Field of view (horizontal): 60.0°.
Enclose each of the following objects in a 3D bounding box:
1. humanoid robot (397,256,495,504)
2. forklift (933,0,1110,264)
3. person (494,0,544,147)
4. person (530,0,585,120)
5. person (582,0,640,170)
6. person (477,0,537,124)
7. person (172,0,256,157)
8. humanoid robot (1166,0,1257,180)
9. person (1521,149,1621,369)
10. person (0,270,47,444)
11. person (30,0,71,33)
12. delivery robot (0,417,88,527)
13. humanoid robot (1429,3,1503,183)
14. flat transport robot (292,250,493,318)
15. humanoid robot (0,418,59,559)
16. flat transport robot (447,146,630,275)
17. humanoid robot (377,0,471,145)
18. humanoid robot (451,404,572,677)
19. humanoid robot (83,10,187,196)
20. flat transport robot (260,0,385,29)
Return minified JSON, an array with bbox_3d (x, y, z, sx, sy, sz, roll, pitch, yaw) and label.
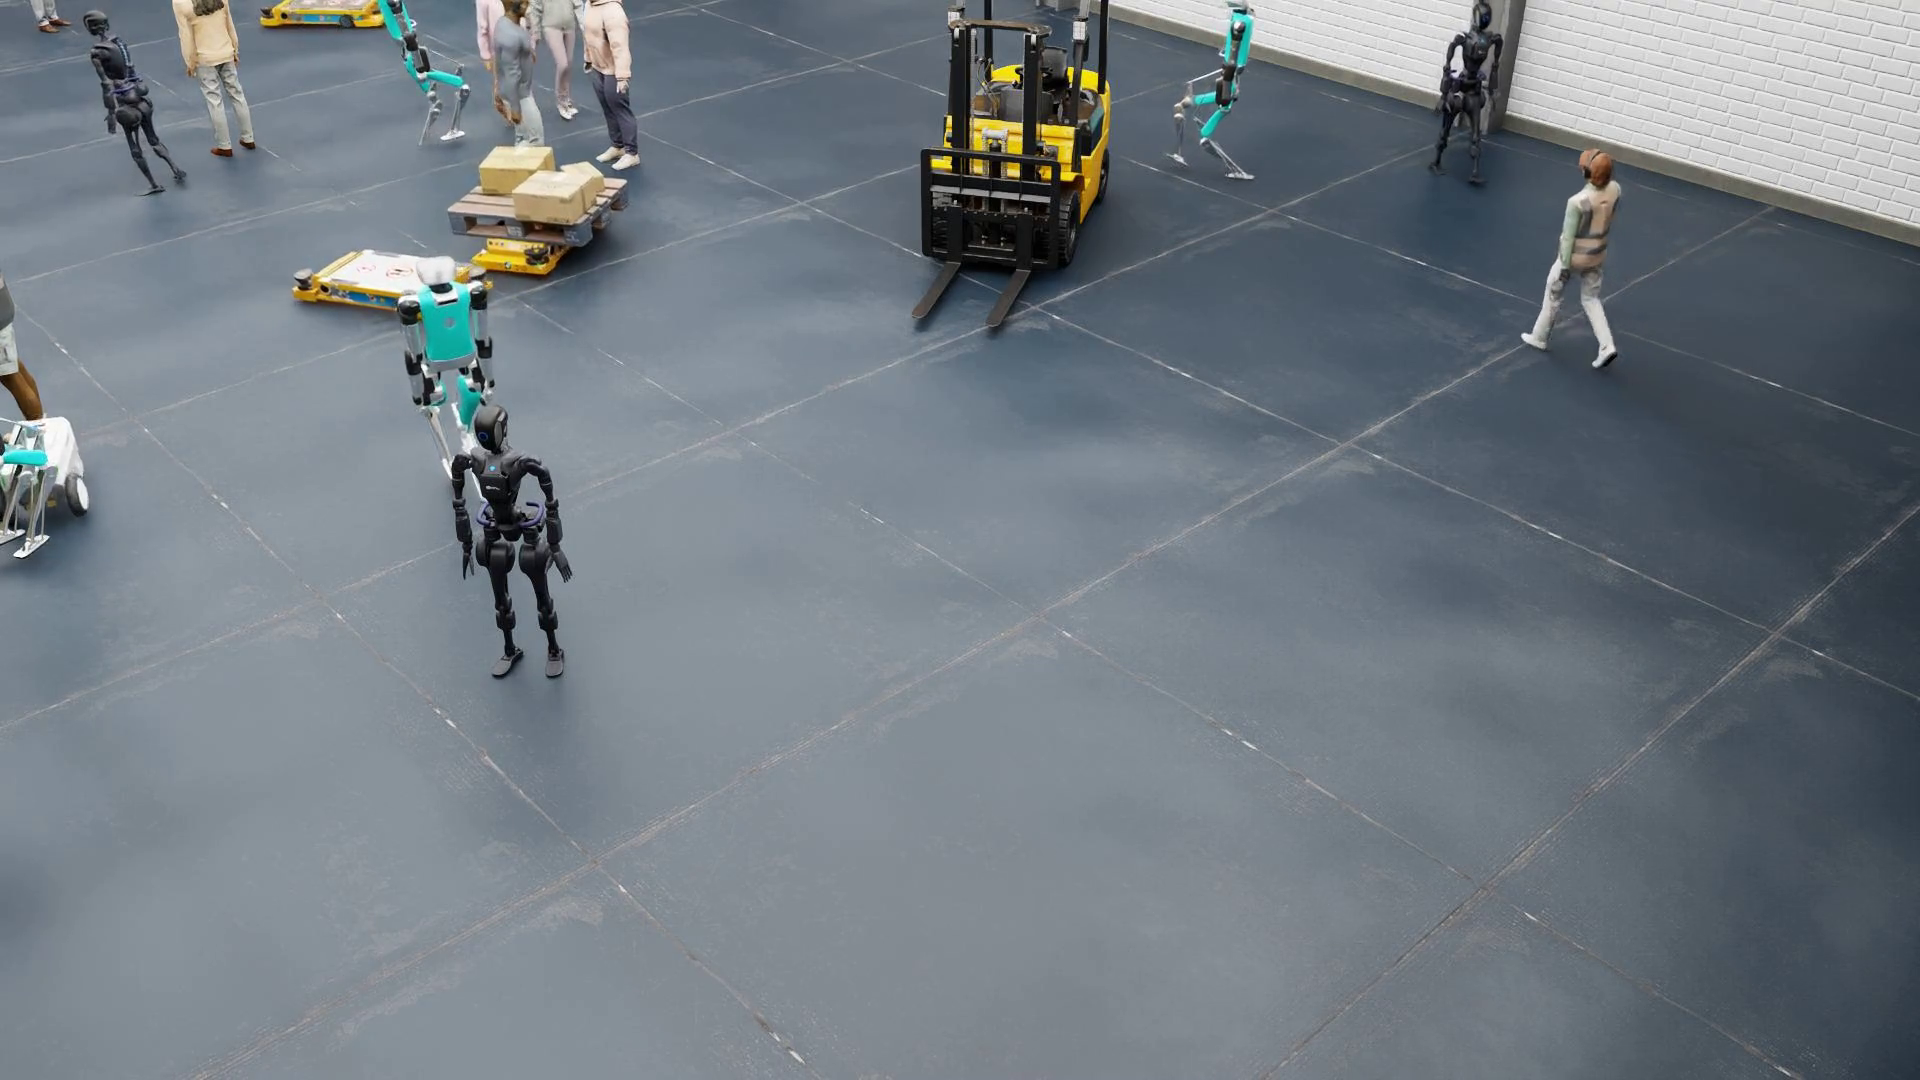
[{"bbox_3d":[-3.216,-1.029,10.411,0.536,1.719,1.016,-19,37,-26],"label":"humanoid robot"},{"bbox_3d":[0.570,-3.725,14.138,1.214,2.155,2.313,9,34,13],"label":"forklift"},{"bbox_3d":[-3.942,-3.910,14.681,0.512,1.924,0.649,-10,34,-14],"label":"person"},{"bbox_3d":[-3.984,-5.103,16.666,0.516,1.740,0.545,-27,42,-35],"label":"person"},{"bbox_3d":[-3.253,-4.405,15.491,0.429,1.859,0.793,-21,39,-29],"label":"person"},{"bbox_3d":[-4.395,-4.755,16.132,0.567,1.747,0.810,-15,36,-21],"label":"person"},{"bbox_3d":[-7.056,-4.566,15.721,0.410,1.877,0.554,23,40,31],"label":"person"},{"bbox_3d":[2.240,-4.143,15.253,1.029,1.782,0.544,10,34,15],"label":"humanoid robot"},{"bbox_3d":[4.546,-2.034,12.064,0.508,1.610,0.754,-14,36,-21],"label":"person"},{"bbox_3d":[-6.327,-1.439,10.761,0.386,2.041,0.613,-15,36,-22],"label":"person"},{"bbox_3d":[-10.743,-6.751,19.277,0.309,1.650,0.472,2,33,3],"label":"person"},{"bbox_3d":[-5.878,-0.465,10.623,0.499,0.592,0.771,-10,34,-15],"label":"delivery robot"},{"bbox_3d":[4.637,-4.067,15.157,0.599,1.625,0.738,-6,34,-10],"label":"humanoid robot"},{"bbox_3d":[-4.548,-2.049,13.323,1.431,0.231,0.659,10,34,15],"label":"flat transport robot"},{"bbox_3d":[-5.703,-0.699,9.784,0.533,1.673,0.735,15,36,21],"label":"humanoid robot"},{"bbox_3d":[-3.567,-2.659,14.260,0.659,0.231,1.431,7,34,11],"label":"flat transport robot"},{"bbox_3d":[-5.055,-4.609,15.954,0.857,1.797,0.536,-19,38,-27],"label":"humanoid robot"},{"bbox_3d":[-2.370,0.017,8.843,0.599,1.657,0.315,2,33,3],"label":"humanoid robot"},{"bbox_3d":[-7.405,-3.927,14.924,0.469,1.646,0.601,2,33,3],"label":"humanoid robot"},{"bbox_3d":[-7.546,-6.322,19.889,1.431,0.231,0.659,1,33,2],"label":"flat transport robot"}]
